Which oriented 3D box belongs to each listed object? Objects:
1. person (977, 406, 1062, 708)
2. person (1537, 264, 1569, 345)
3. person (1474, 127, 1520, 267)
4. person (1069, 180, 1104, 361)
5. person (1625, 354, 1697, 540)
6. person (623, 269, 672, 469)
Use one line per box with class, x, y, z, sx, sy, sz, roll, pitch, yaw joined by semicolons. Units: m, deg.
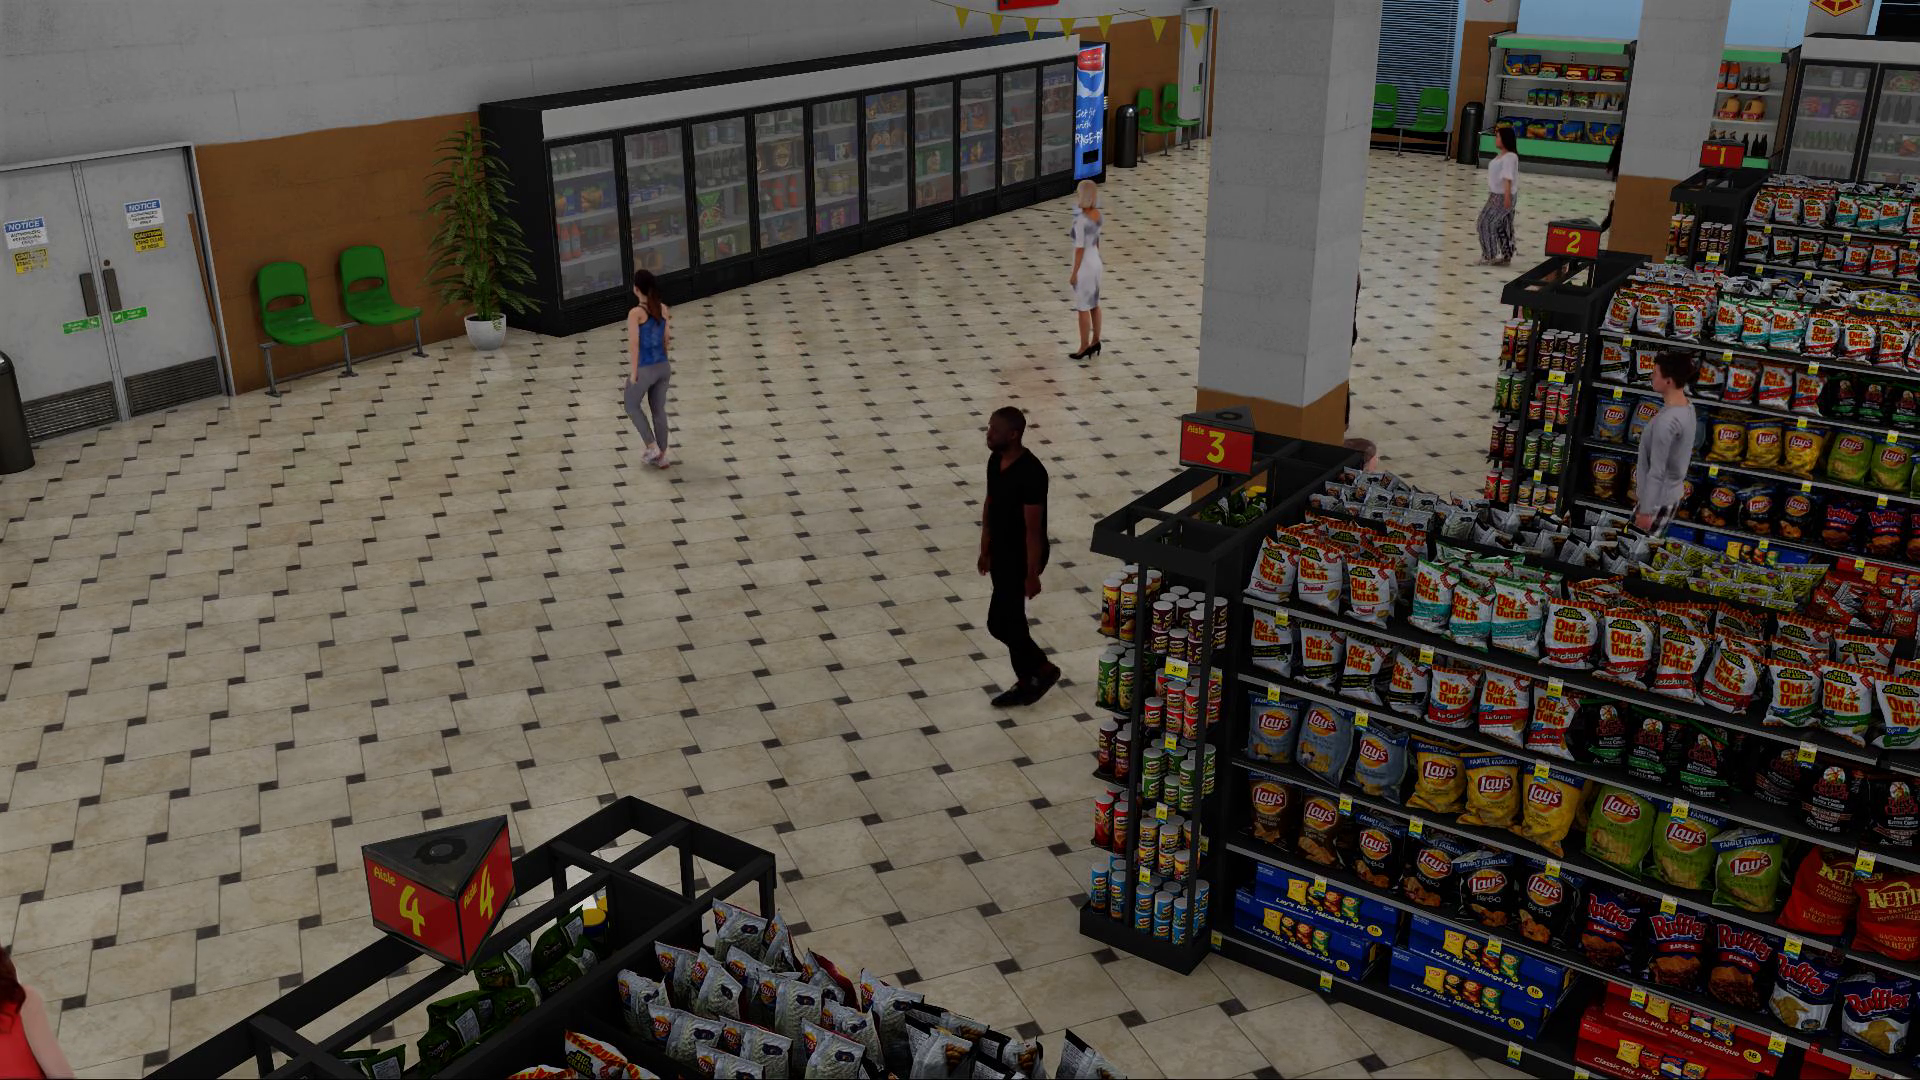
person;0.392;0.109;9.321;0.894;1.808;0.824;-8;23;-19
person;5.251;-1.857;14.950;0.713;1.259;0.851;-13;25;-30
person;6.619;-4.118;20.038;0.897;1.661;0.825;5;22;12
person;1.243;-2.638;16.235;0.498;1.750;0.562;15;26;33
person;4.333;-0.227;10.124;0.766;1.833;0.637;15;26;33
person;-2.419;-1.327;13.177;0.613;1.598;0.603;18;28;38
